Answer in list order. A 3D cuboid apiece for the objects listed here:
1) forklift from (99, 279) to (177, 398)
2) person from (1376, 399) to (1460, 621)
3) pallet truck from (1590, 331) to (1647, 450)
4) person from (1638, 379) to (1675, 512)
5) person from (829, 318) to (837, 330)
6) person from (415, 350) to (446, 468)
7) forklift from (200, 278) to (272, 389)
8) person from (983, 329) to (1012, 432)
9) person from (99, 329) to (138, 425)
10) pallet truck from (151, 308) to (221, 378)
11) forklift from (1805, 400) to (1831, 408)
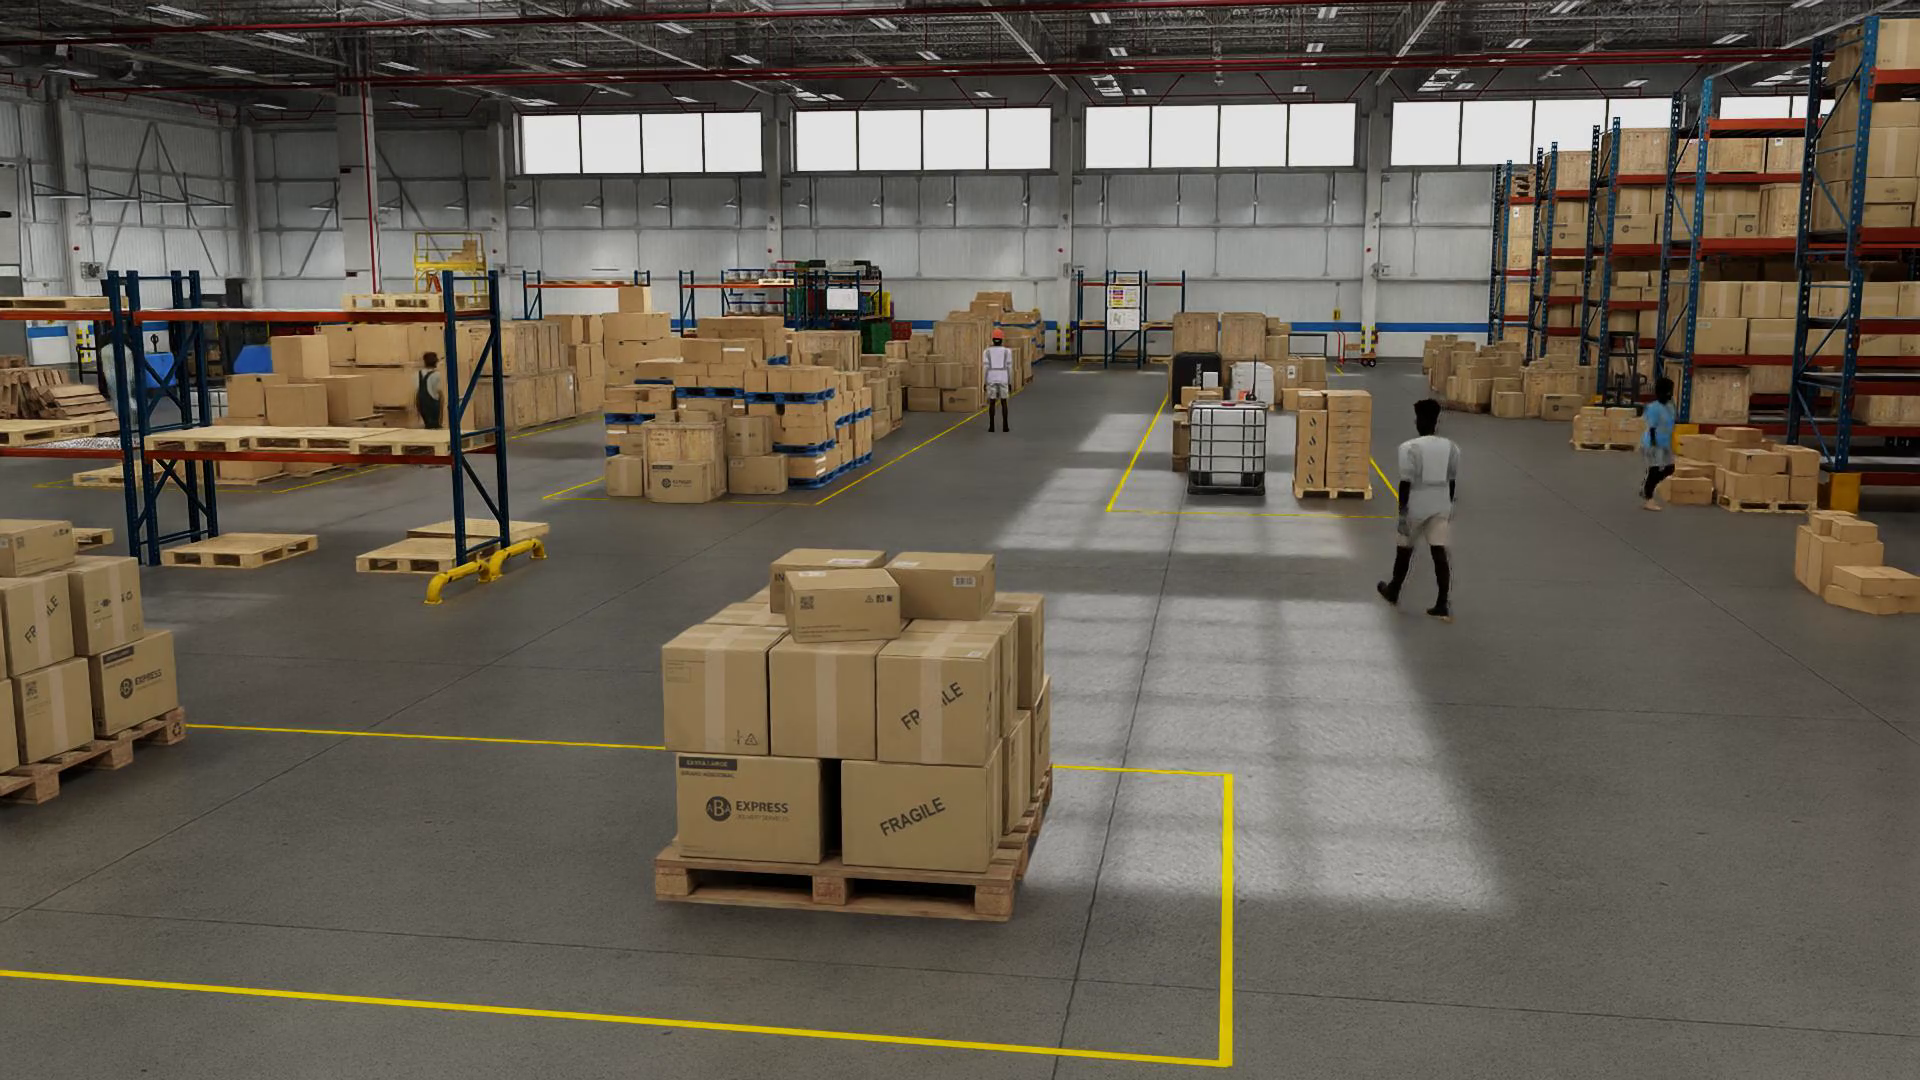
[{"bbox_3d":[-19.606,-4.720,39.027,1.873,2.768,1.129,1,9,9],"label":"forklift"},{"bbox_3d":[4.071,-0.287,14.650,0.631,1.905,1.018,-2,10,-15],"label":"person"},{"bbox_3d":[11.253,-2.573,28.499,0.823,1.965,1.885,5,10,27],"label":"pallet truck"},{"bbox_3d":[8.816,-1.196,20.992,0.539,1.685,0.385,-7,12,-37],"label":"person"},{"bbox_3d":[-2.986,-4.282,39.311,0.628,1.903,0.461,1,9,5],"label":"person"},{"bbox_3d":[-8.106,-1.962,25.282,0.518,1.828,0.685,4,10,24],"label":"person"},{"bbox_3d":[-18.554,-5.321,42.731,1.873,2.768,1.129,-3,10,-17],"label":"forklift"},{"bbox_3d":[0.704,-2.989,31.245,0.542,1.939,0.369,0,9,2],"label":"person"},{"bbox_3d":[-16.152,-3.094,31.970,0.702,1.916,0.628,8,12,41],"label":"person"},{"bbox_3d":[-21.869,-5.598,47.154,0.823,1.965,1.885,4,10,26],"label":"pallet truck"},{"bbox_3d":[19.074,-4.370,36.864,1.129,2.768,1.873,-5,10,-26],"label":"forklift"}]
